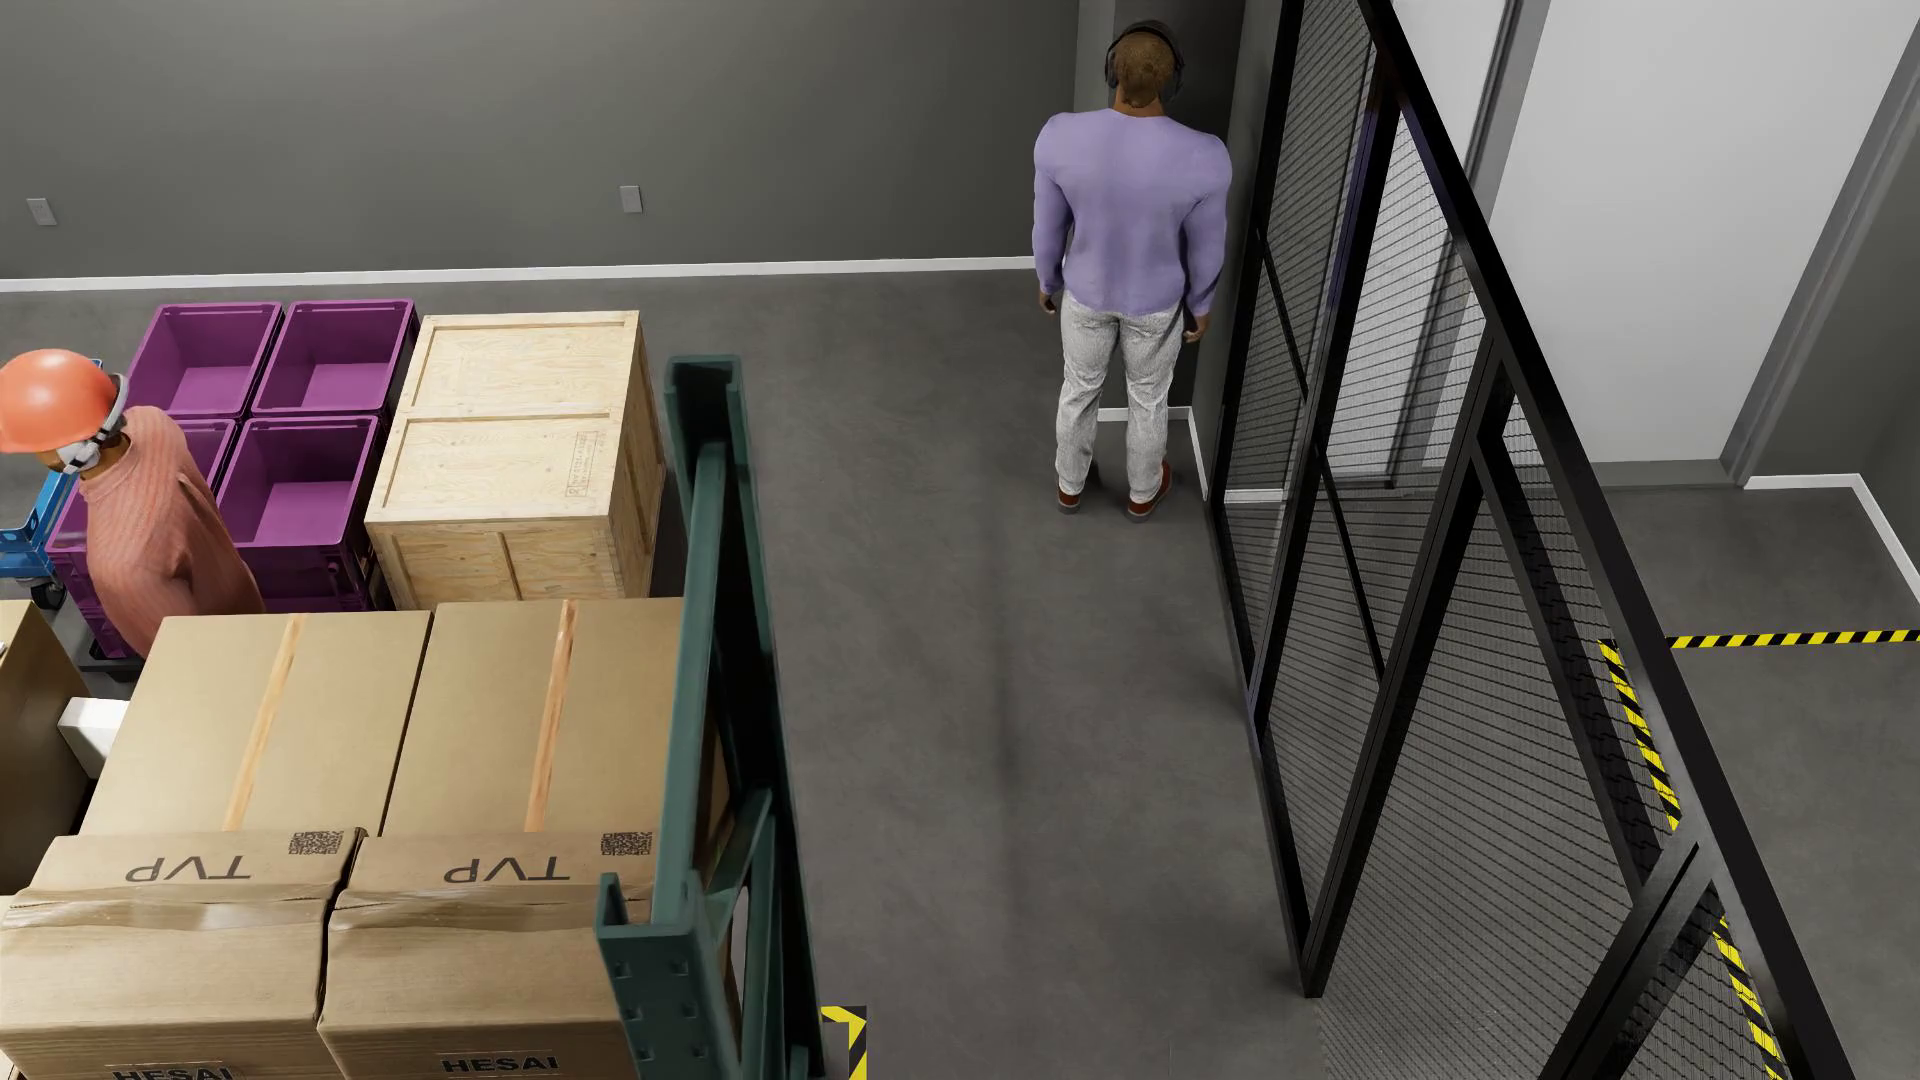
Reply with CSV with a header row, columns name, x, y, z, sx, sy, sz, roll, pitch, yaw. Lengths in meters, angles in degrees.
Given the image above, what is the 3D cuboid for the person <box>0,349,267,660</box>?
name,x,y,z,sx,sy,sz,roll,pitch,yaw
person,-2.051,0.269,4.462,0.401,1.992,0.612,-11,47,-10

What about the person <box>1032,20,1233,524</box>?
name,x,y,z,sx,sy,sz,roll,pitch,yaw
person,0.549,-0.834,5.553,0.633,1.939,0.368,10,47,9
